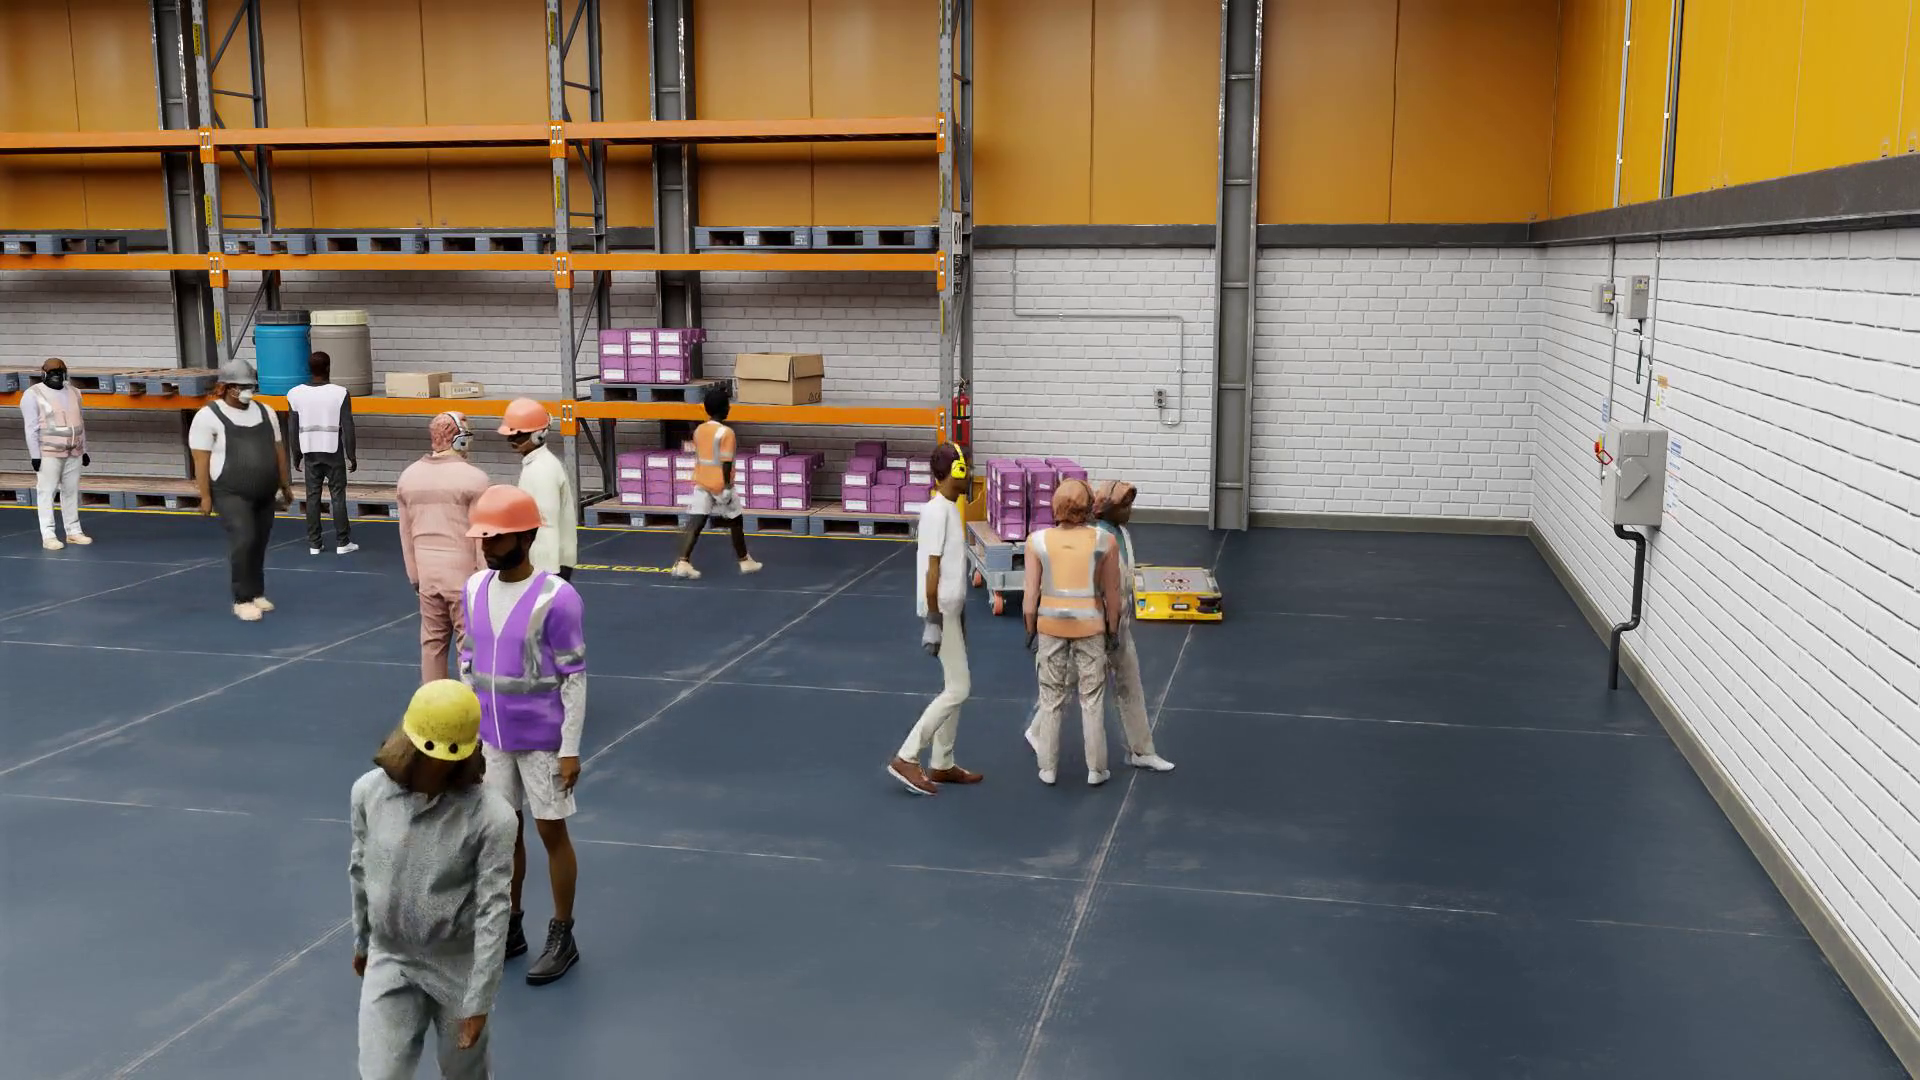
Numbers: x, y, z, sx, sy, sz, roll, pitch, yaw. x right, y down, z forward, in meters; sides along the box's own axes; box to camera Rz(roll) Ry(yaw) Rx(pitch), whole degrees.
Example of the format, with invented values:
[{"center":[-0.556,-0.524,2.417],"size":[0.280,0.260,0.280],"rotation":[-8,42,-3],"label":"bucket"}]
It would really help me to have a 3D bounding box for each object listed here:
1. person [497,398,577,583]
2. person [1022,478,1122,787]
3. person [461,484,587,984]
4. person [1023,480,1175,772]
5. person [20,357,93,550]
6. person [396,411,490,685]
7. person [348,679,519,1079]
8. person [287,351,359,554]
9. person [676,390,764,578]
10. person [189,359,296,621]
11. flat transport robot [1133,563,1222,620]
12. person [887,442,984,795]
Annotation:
[{"center":[-2.502,0.127,9.969],"size":[0.473,1.973,0.665],"rotation":[-4,10,-21],"label":"person"},{"center":[0.590,0.494,8.769],"size":[0.522,1.638,0.310],"rotation":[1,10,7],"label":"person"},{"center":[-1.694,0.745,6.398],"size":[0.546,1.939,0.375],"rotation":[4,11,25],"label":"person"},{"center":[0.743,0.457,9.109],"size":[0.851,1.596,0.533],"rotation":[6,11,30],"label":"person"},{"center":[-8.705,-0.842,16.089],"size":[0.430,1.841,0.624],"rotation":[4,10,23],"label":"person"},{"center":[-2.937,0.203,9.697],"size":[0.642,1.909,0.399],"rotation":[4,10,23],"label":"person"},{"center":[-1.458,1.188,4.500],"size":[0.551,1.683,0.800],"rotation":[1,10,5],"label":"person"},{"center":[-6.010,-0.817,15.706],"size":[0.600,1.917,0.376],"rotation":[0,10,-3],"label":"person"},{"center":[-2.146,-0.486,14.535],"size":[0.543,1.654,0.862],"rotation":[9,13,44],"label":"person"},{"center":[-5.500,-0.409,12.926],"size":[0.675,2.000,0.698],"rotation":[6,11,30],"label":"person"},{"center":[1.721,0.405,13.337],"size":[0.652,0.197,1.431],"rotation":[1,10,4],"label":"flat transport robot"},{"center":[-0.116,0.410,8.752],"size":[0.434,1.824,0.611],"rotation":[1,10,5],"label":"person"}]
